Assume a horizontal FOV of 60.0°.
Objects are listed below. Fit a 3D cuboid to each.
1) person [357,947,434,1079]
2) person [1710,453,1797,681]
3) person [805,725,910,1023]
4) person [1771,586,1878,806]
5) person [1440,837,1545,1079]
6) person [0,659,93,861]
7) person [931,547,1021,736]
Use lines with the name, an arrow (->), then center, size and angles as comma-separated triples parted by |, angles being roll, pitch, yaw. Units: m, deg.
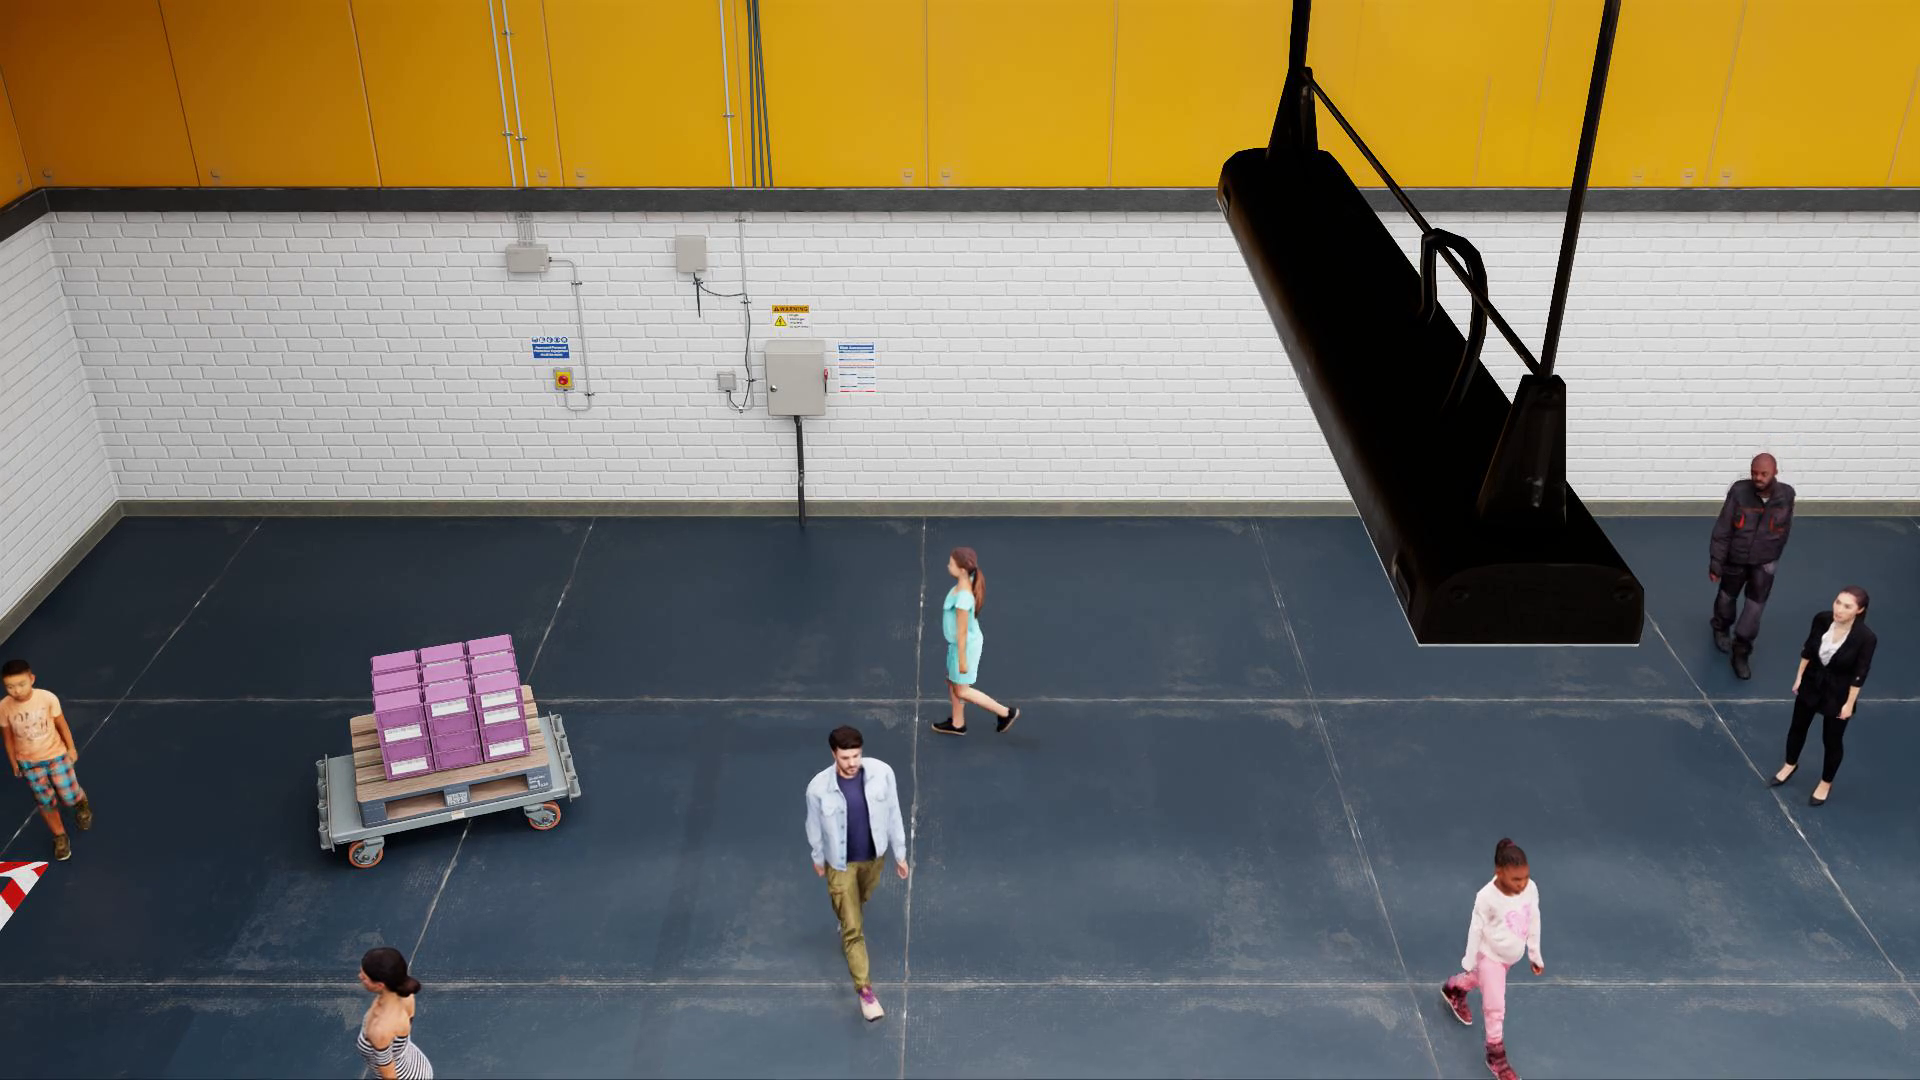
person -> -2.635, 2.653, 7.971 | 0.676, 1.822, 0.509 | -4, 29, -7
person -> 6.037, 0.094, 12.706 | 0.892, 1.782, 1.096 | 4, 29, 8
person -> -0.626, 1.789, 9.614 | 0.988, 1.767, 1.255 | -11, 31, -20
person -> 5.824, 1.017, 11.146 | 0.746, 1.655, 0.654 | -17, 33, -29
person -> 2.930, 2.215, 9.192 | 0.825, 1.422, 1.052 | -12, 31, -22
person -> -5.913, 1.360, 10.730 | 0.664, 1.451, 0.762 | -12, 31, -21
person -> 0.098, 0.755, 11.744 | 0.715, 1.542, 0.863 | 6, 29, 10
